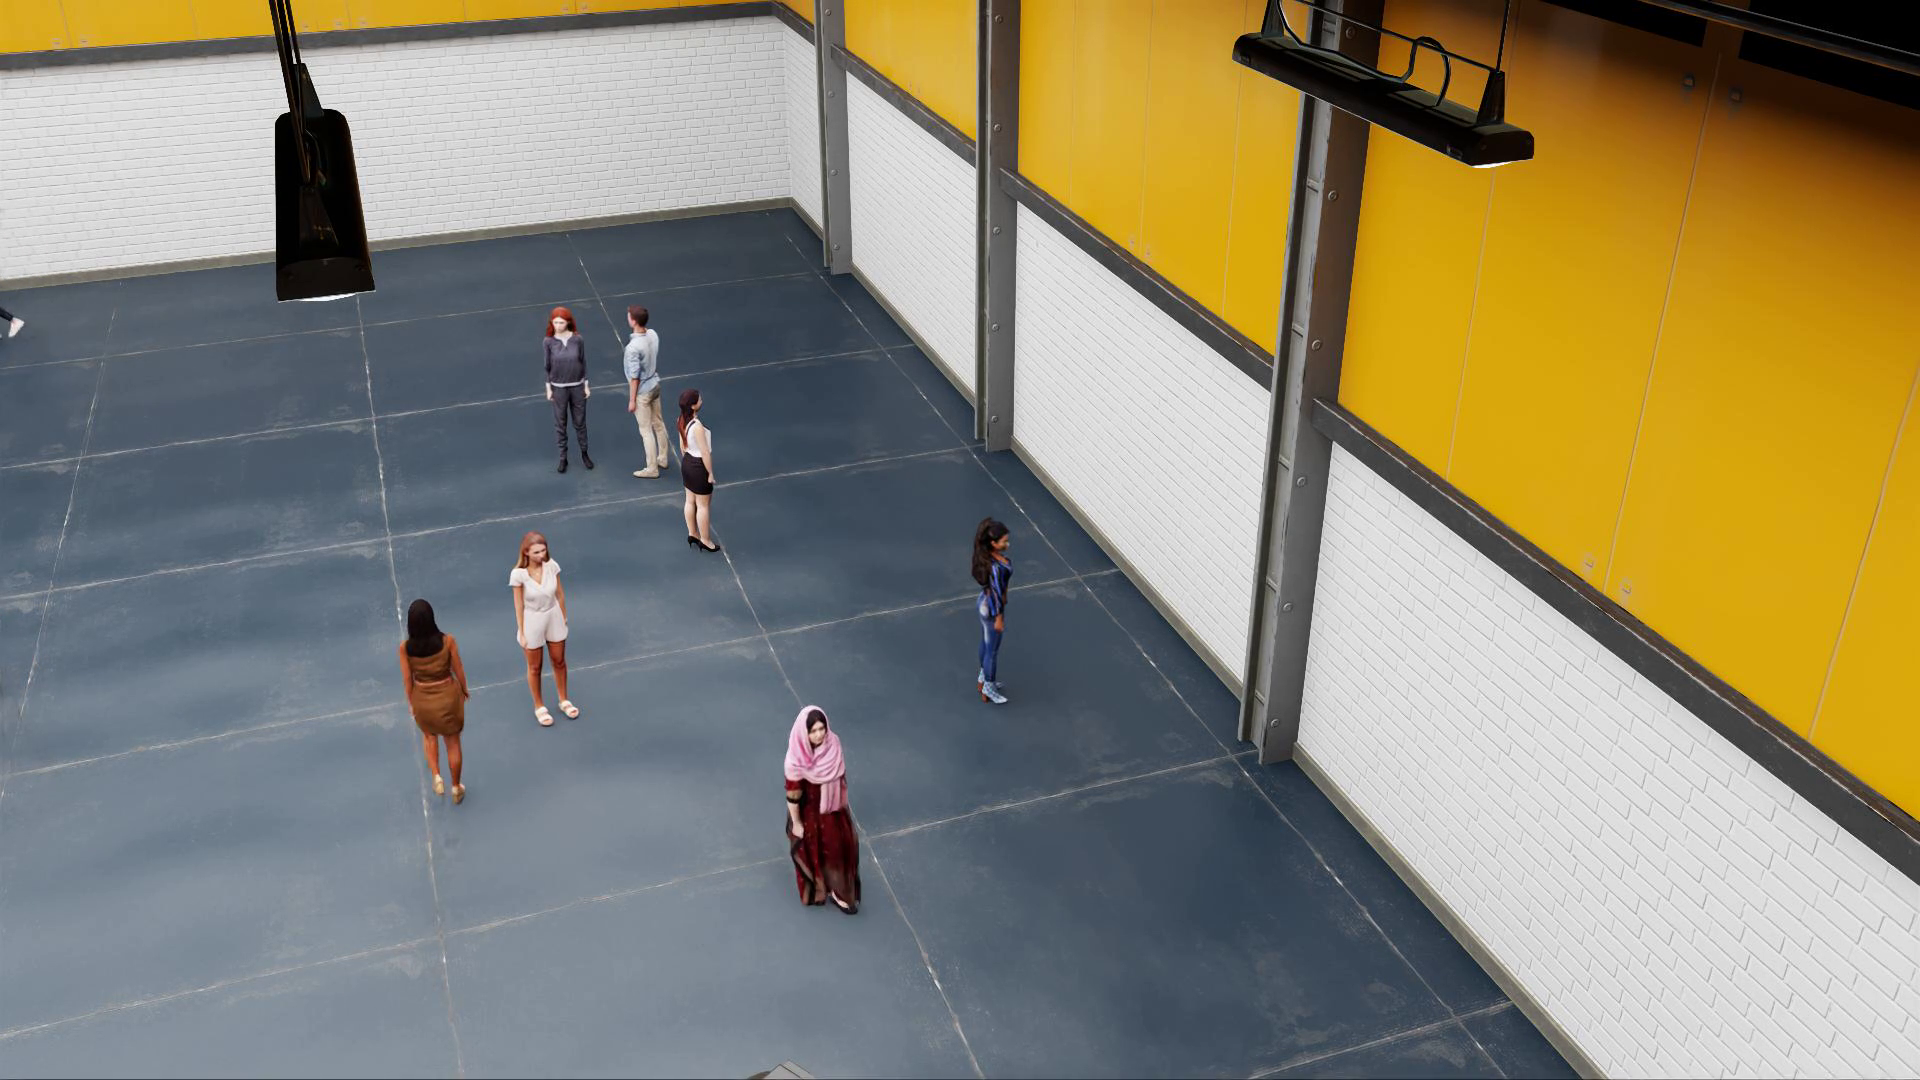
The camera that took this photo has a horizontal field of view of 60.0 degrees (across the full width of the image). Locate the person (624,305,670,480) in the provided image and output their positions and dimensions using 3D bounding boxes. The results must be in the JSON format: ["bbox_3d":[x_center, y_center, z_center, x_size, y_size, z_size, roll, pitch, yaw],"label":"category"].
[{"bbox_3d":[-3.215,-1.528,17.022,0.790,1.847,0.713,10,30,18],"label":"person"}]

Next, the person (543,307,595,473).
[{"bbox_3d":[-4.049,-1.571,17.168,0.590,1.782,0.511,-8,30,-14],"label":"person"}]

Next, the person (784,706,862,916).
[{"bbox_3d":[-1.005,1.771,11.208,0.747,1.622,0.837,-19,34,-31],"label":"person"}]

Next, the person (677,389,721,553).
[{"bbox_3d":[-2.476,-0.653,15.624,0.681,1.649,0.563,-24,37,-37],"label":"person"}]

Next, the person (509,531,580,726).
[{"bbox_3d":[-3.307,0.668,13.154,0.617,1.696,0.617,-17,33,-29],"label":"person"}]

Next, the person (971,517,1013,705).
[{"bbox_3d":[0.263,0.566,13.423,0.716,1.618,0.573,-2,29,-4],"label":"person"}]

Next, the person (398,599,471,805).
[{"bbox_3d":[-3.808,1.232,12.139,0.609,1.677,0.606,-5,29,-10],"label":"person"}]
